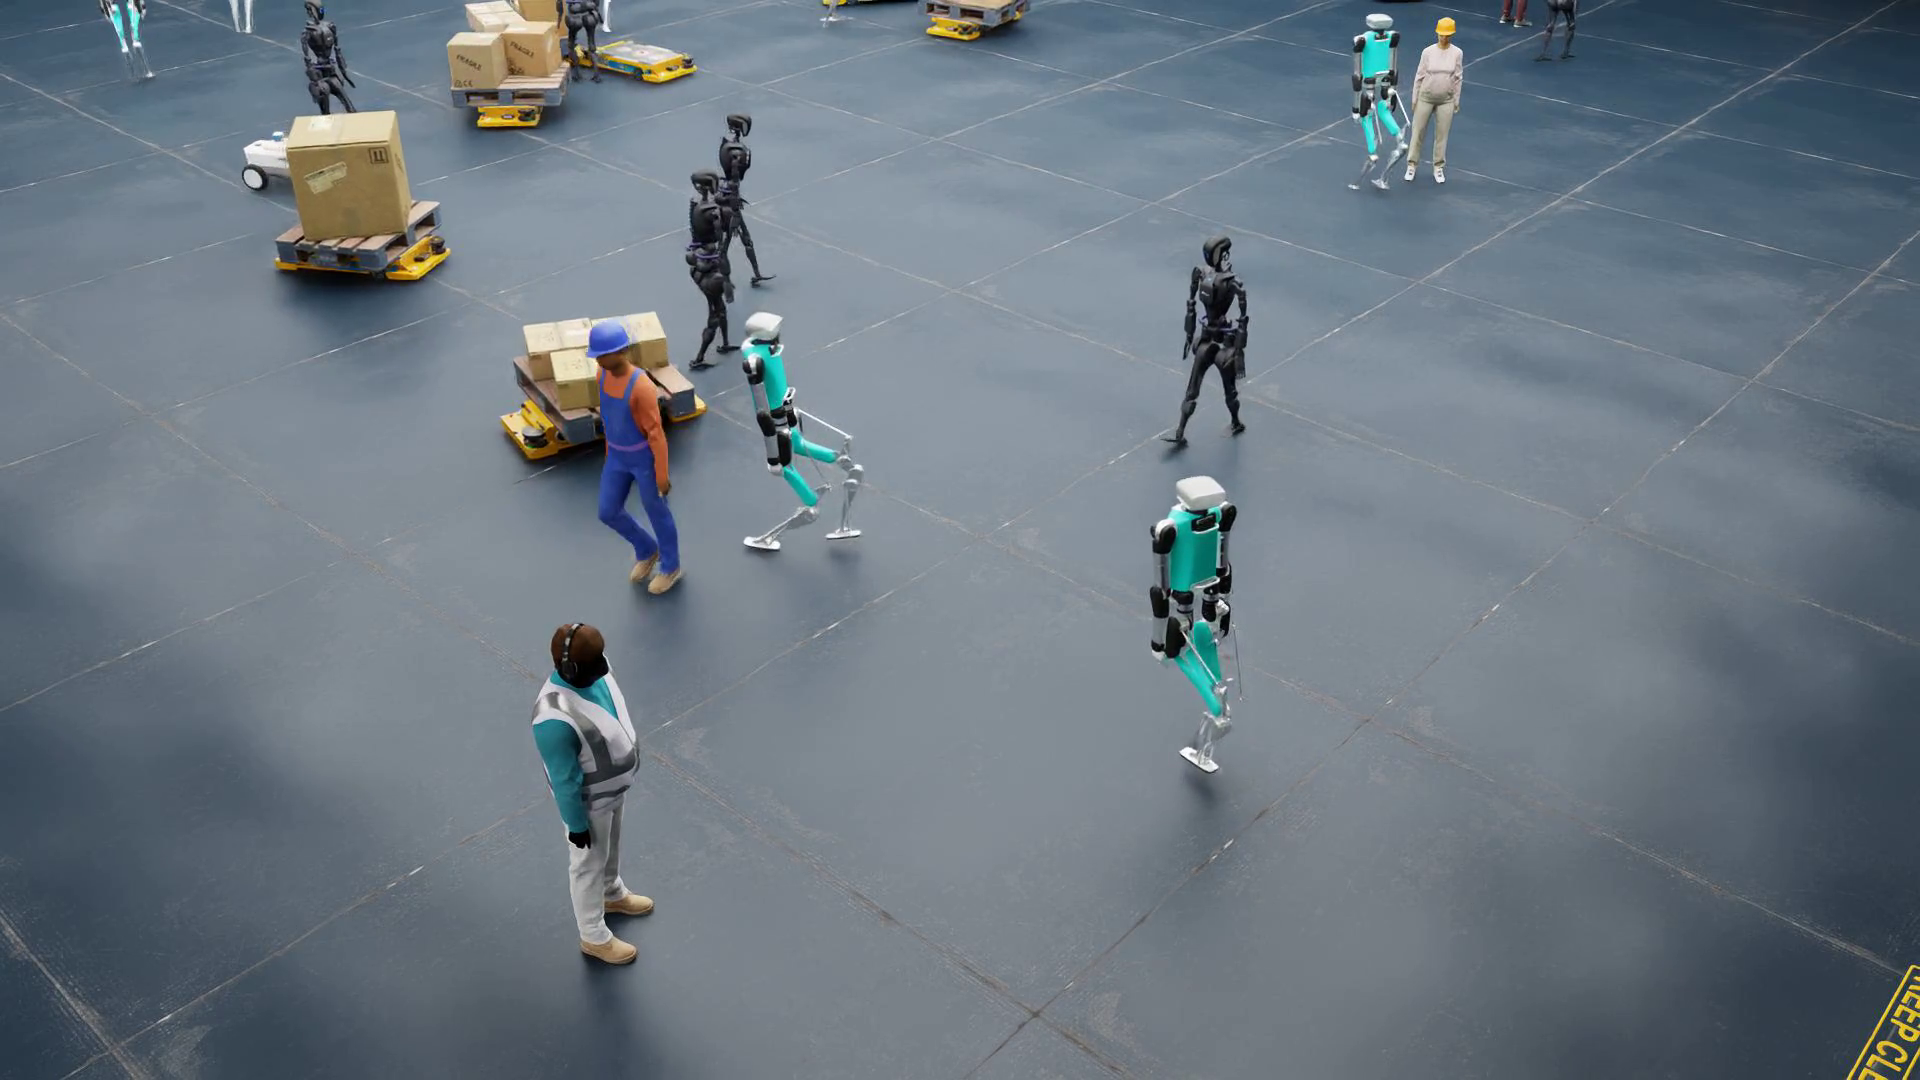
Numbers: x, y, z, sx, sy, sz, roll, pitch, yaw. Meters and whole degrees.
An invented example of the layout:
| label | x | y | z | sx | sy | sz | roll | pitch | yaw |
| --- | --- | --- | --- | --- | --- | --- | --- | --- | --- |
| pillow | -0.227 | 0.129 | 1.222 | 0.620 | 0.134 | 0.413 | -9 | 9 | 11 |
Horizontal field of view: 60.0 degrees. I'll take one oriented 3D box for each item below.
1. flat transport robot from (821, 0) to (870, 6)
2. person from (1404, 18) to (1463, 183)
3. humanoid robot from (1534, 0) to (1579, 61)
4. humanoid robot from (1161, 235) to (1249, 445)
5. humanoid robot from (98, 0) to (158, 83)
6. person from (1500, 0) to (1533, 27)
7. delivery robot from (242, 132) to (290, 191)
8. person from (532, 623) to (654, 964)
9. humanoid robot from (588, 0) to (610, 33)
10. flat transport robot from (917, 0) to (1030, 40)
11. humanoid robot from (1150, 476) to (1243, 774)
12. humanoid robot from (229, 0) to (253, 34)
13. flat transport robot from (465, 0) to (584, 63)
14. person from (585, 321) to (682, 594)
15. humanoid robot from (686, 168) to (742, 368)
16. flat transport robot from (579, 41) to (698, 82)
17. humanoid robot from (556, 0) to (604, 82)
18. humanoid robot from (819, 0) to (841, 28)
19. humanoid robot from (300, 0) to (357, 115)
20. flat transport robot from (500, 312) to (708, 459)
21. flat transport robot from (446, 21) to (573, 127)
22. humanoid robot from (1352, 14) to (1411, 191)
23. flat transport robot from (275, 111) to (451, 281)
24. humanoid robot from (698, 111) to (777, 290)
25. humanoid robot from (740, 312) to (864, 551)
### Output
| label | x | y | z | sx | sy | sz | roll | pitch | yaw |
| --- | --- | --- | --- | --- | --- | --- | --- | --- | --- |
| flat transport robot | -1.304 | -7.868 | 23.823 | 1.431 | 0.231 | 0.659 | -8 | 33 | -12 |
| person | 4.883 | -4.512 | 17.072 | 0.479 | 1.693 | 0.337 | 5 | 32 | 8 |
| humanoid robot | 7.595 | -6.862 | 20.880 | 0.534 | 1.645 | 0.608 | -11 | 34 | -17 |
| humanoid robot | 1.862 | -1.432 | 12.166 | 0.769 | 1.628 | 0.610 | -24 | 39 | -33 |
| humanoid robot | -10.096 | -6.354 | 20.029 | 0.559 | 1.816 | 0.731 | -11 | 34 | -17 |
| person | 7.604 | -7.822 | 22.294 | 0.379 | 1.807 | 0.547 | -15 | 35 | -23 |
| delivery robot | -7.006 | -3.912 | 17.180 | 0.771 | 0.592 | 0.499 | 7 | 33 | 11 |
| person | -1.702 | 1.158 | 7.799 | 0.429 | 1.841 | 0.633 | 4 | 32 | 6 |
| humanoid robot | -4.758 | -7.563 | 21.963 | 0.547 | 1.788 | 0.774 | -5 | 32 | -8 |
| flat transport robot | 0.203 | -7.038 | 22.487 | 0.659 | 0.231 | 1.431 | 18 | 36 | 26 |
| humanoid robot | 1.348 | 0.574 | 8.870 | 0.544 | 1.799 | 0.825 | -20 | 37 | -29 |
| humanoid robot | -9.592 | -7.494 | 21.914 | 0.537 | 1.857 | 0.759 | 0 | 32 | 0 |
| flat transport robot | -5.497 | -6.150 | 21.058 | 1.431 | 0.231 | 0.659 | -15 | 35 | -22 |
| person | -2.038 | -0.504 | 10.434 | 0.658 | 1.880 | 0.489 | 21 | 37 | 30 |
| humanoid robot | -1.986 | -2.191 | 13.365 | 0.599 | 1.634 | 0.610 | -18 | 36 | -27 |
| flat transport robot | -4.031 | -5.991 | 20.802 | 1.431 | 0.231 | 0.659 | 21 | 38 | 30 |
| humanoid robot | -4.597 | -6.385 | 20.102 | 0.600 | 1.640 | 0.447 | -22 | 38 | -32 |
| humanoid robot | -1.744 | -7.736 | 22.272 | 0.673 | 1.855 | 0.540 | 3 | 32 | 5 |
| humanoid robot | -6.754 | -4.947 | 17.787 | 0.465 | 1.644 | 0.603 | 12 | 34 | 18 |
| flat transport robot | -2.732 | -1.002 | 12.767 | 1.431 | 0.231 | 0.659 | -18 | 36 | -27 |
| flat transport robot | -5.177 | -5.115 | 19.391 | 0.659 | 0.231 | 1.431 | -1 | 32 | -2 |
| humanoid robot | 4.274 | -4.305 | 16.739 | 0.532 | 1.804 | 0.817 | -14 | 34 | -21 |
| flat transport robot | -5.541 | -2.674 | 15.459 | 1.431 | 0.231 | 0.659 | 7 | 32 | 11 |
| humanoid robot | -2.008 | -2.975 | 14.630 | 0.709 | 1.629 | 0.593 | -4 | 32 | -6 |
| humanoid robot | -0.963 | -0.634 | 10.831 | 0.999 | 1.760 | 0.535 | 4 | 32 | 6 |
